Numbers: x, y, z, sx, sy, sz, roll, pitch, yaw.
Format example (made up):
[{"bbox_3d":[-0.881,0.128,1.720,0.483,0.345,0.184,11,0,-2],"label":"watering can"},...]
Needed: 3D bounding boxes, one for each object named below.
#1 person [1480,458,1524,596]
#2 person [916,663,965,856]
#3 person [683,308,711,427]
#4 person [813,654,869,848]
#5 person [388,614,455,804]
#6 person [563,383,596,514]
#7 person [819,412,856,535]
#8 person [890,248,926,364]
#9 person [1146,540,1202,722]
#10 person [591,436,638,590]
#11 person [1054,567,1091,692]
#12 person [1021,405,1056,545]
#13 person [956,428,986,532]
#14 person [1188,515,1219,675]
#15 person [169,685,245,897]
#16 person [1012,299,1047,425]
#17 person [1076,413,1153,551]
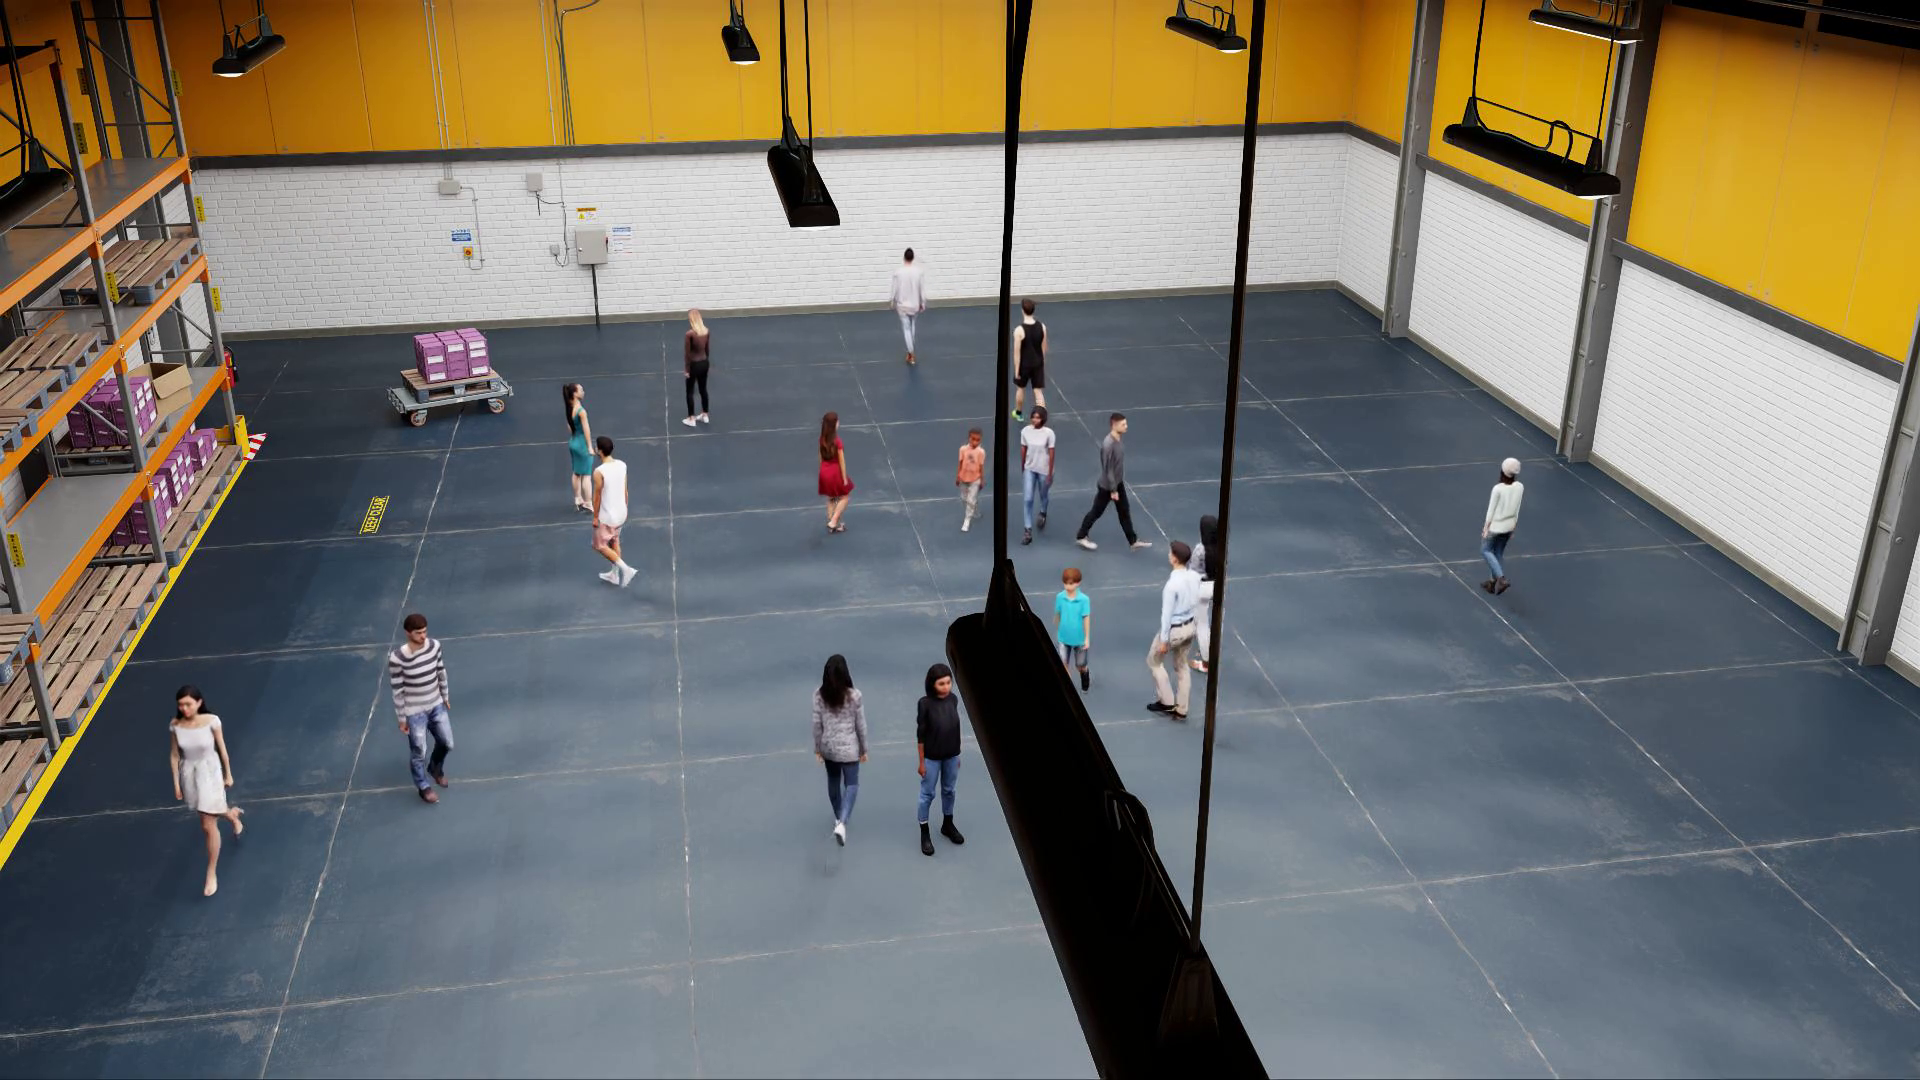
[{"bbox_3d":[6.061,-0.120,18.504,0.646,1.635,0.849,-8,25,-17],"label":"person"},{"bbox_3d":[-0.178,1.812,14.000,0.633,1.703,0.638,-13,27,-27],"label":"person"},{"bbox_3d":[-3.716,-2.465,23.793,0.787,1.696,0.742,17,29,34],"label":"person"},{"bbox_3d":[-1.038,1.799,14.018,0.807,1.712,1.065,3,24,6],"label":"person"},{"bbox_3d":[-4.799,1.447,14.676,0.833,1.830,0.864,-20,30,-37],"label":"person"},{"bbox_3d":[-4.751,-1.155,20.806,0.679,1.687,0.580,-21,31,-39],"label":"person"},{"bbox_3d":[-1.571,-0.783,20.133,0.734,1.547,0.793,17,29,33],"label":"person"},{"bbox_3d":[-0.812,-3.704,26.504,0.739,1.796,1.123,-6,24,-13],"label":"person"},{"bbox_3d":[2.131,0.912,15.894,0.787,1.835,0.816,-20,31,-38],"label":"person"},{"bbox_3d":[-3.879,-0.274,18.684,1.002,1.775,0.949,15,28,30],"label":"person"},{"bbox_3d":[1.132,0.913,16.386,0.716,1.439,0.817,9,25,19],"label":"person"},{"bbox_3d":[0.962,-0.828,20.084,0.918,1.667,1.242,6,24,14],"label":"person"},{"bbox_3d":[0.141,-0.778,20.436,0.705,1.294,0.827,8,25,18],"label":"person"},{"bbox_3d":[2.535,0.573,16.823,0.726,1.713,0.772,-20,30,-38],"label":"person"},{"bbox_3d":[-6.178,1.955,13.633,0.643,1.735,1.191,-2,24,-5],"label":"person"},{"bbox_3d":[1.040,-2.457,23.571,0.732,1.859,1.151,-6,24,-14],"label":"person"},{"bbox_3d":[1.689,-0.658,19.645,1.102,1.708,1.169,10,26,22],"label":"person"}]
